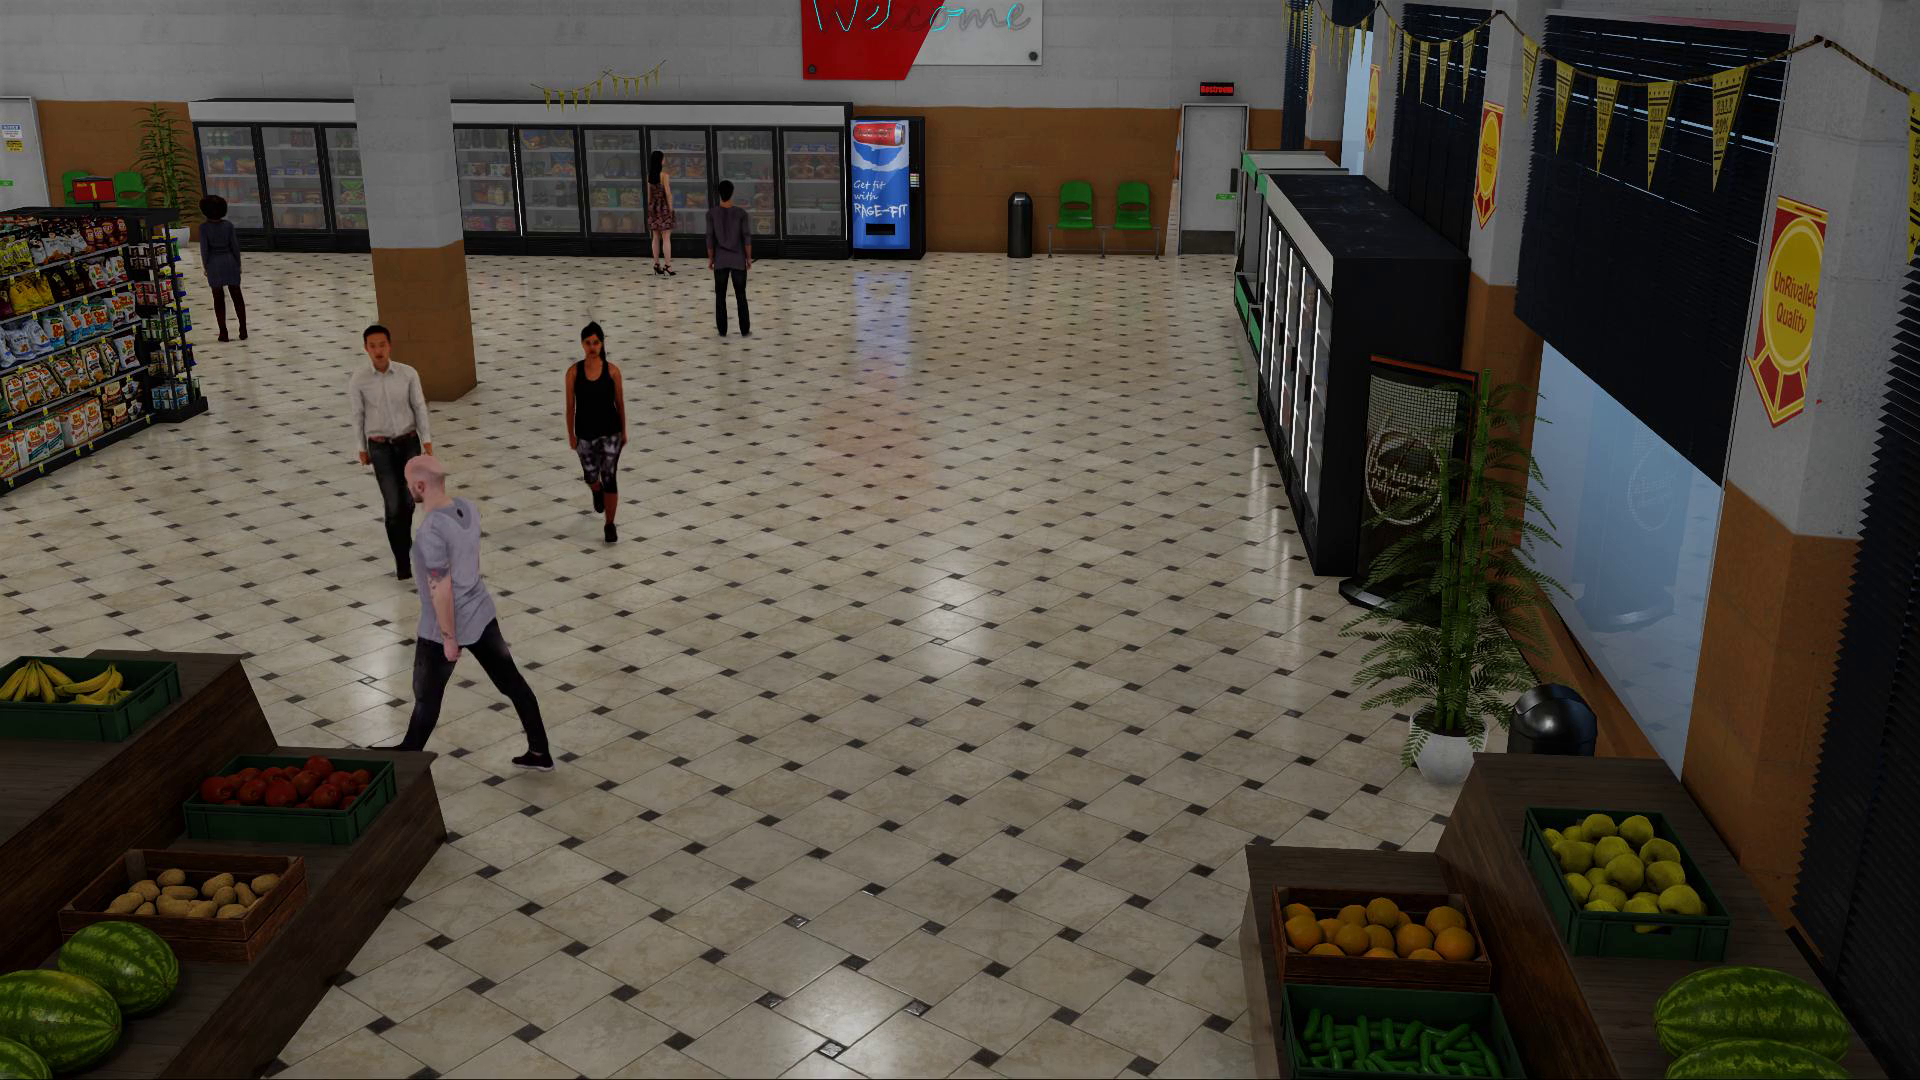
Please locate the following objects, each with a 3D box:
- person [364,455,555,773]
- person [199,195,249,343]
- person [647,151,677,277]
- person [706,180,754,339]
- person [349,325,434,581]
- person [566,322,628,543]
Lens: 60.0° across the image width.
[{"bbox_3d":[-2.521,0.461,8.642,0.960,1.777,1.224,5,19,15],"label":"person"},{"bbox_3d":[-8.695,-3.204,19.617,0.659,1.710,0.697,-12,22,-31],"label":"person"},{"bbox_3d":[-4.317,-4.716,24.006,0.794,1.772,0.831,13,22,33],"label":"person"},{"bbox_3d":[-2.746,-3.340,19.801,0.694,1.851,0.557,-1,19,-2],"label":"person"},{"bbox_3d":[-4.071,-0.660,11.986,1.083,1.766,1.296,-9,21,-25],"label":"person"},{"bbox_3d":[-2.771,-0.843,12.729,0.769,1.637,1.085,-3,19,-10],"label":"person"}]
